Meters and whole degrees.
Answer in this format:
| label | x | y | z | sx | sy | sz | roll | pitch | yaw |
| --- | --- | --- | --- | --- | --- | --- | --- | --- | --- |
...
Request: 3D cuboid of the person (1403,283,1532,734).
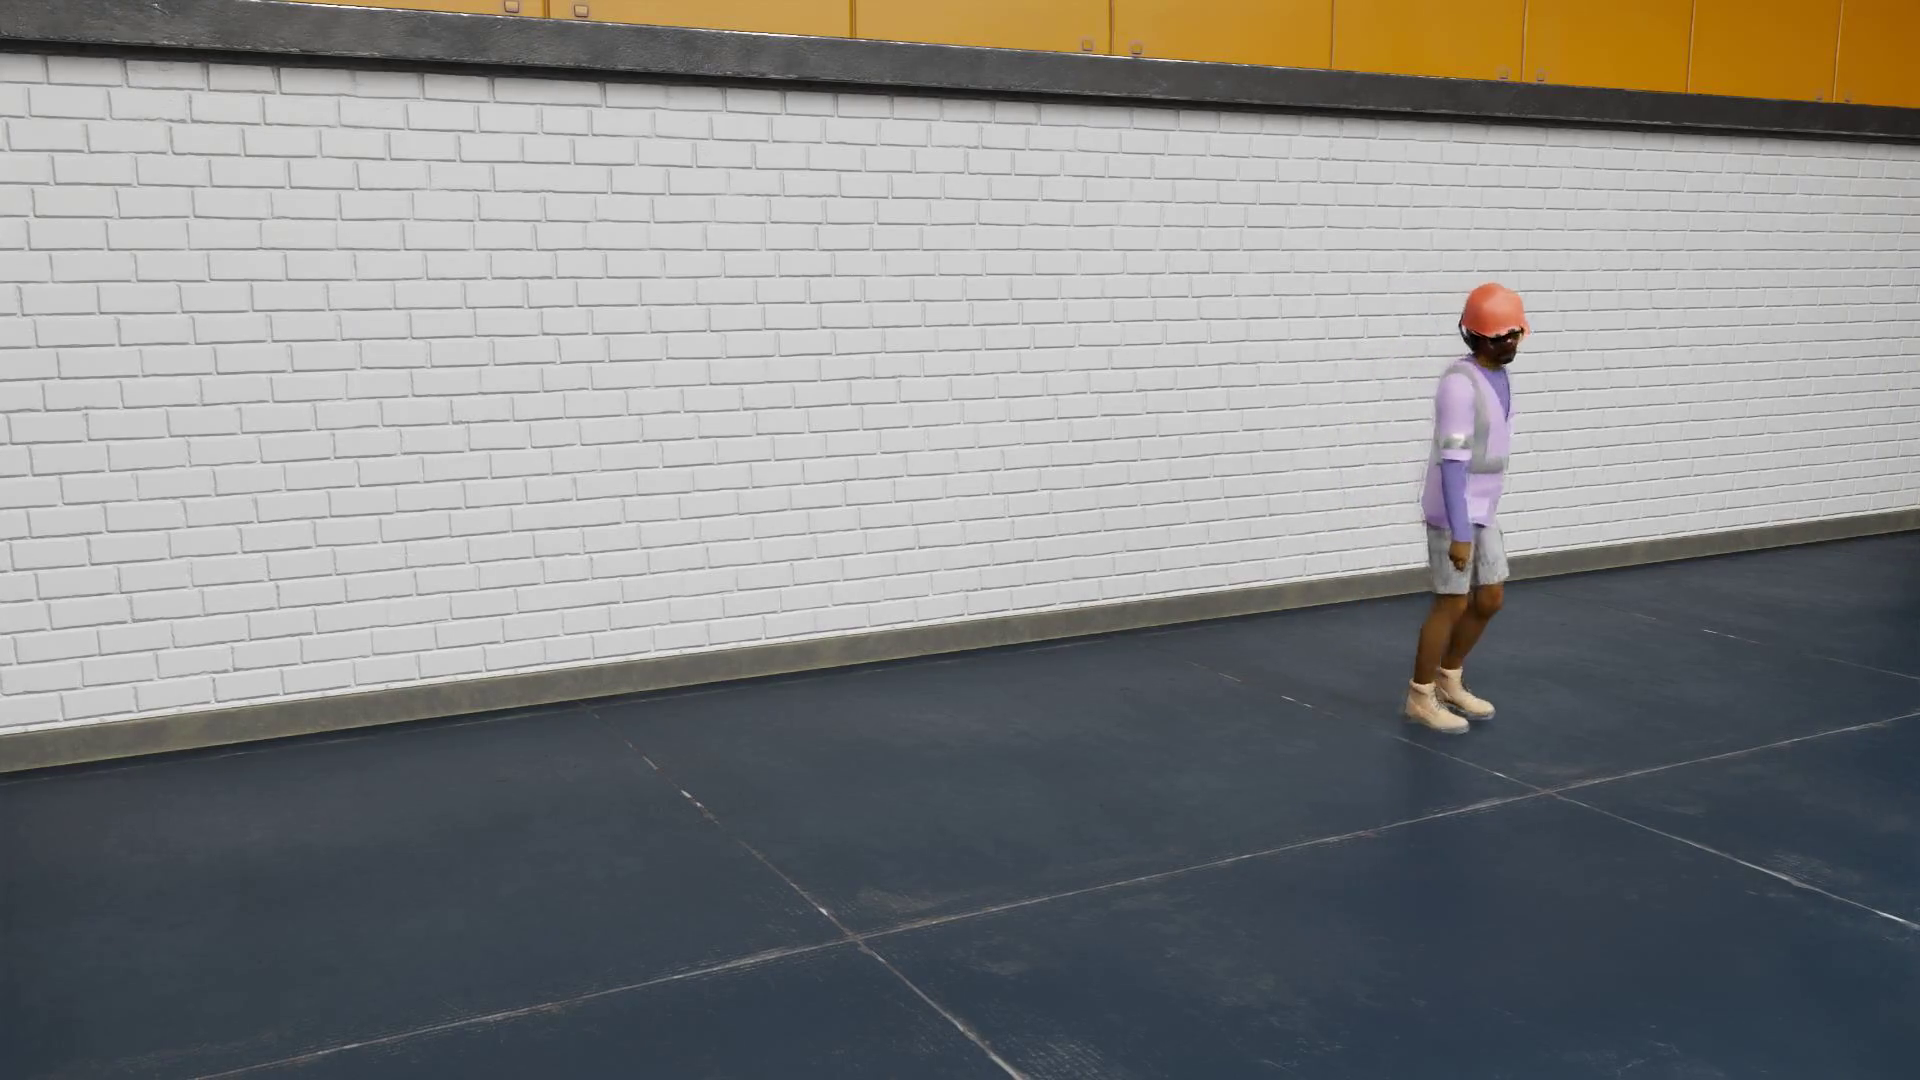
| label | x | y | z | sx | sy | sz | roll | pitch | yaw |
| --- | --- | --- | --- | --- | --- | --- | --- | --- | --- |
| person | 2.207 | -0.116 | 7.235 | 0.573 | 1.993 | 0.629 | 8 | 13 | 40 |
